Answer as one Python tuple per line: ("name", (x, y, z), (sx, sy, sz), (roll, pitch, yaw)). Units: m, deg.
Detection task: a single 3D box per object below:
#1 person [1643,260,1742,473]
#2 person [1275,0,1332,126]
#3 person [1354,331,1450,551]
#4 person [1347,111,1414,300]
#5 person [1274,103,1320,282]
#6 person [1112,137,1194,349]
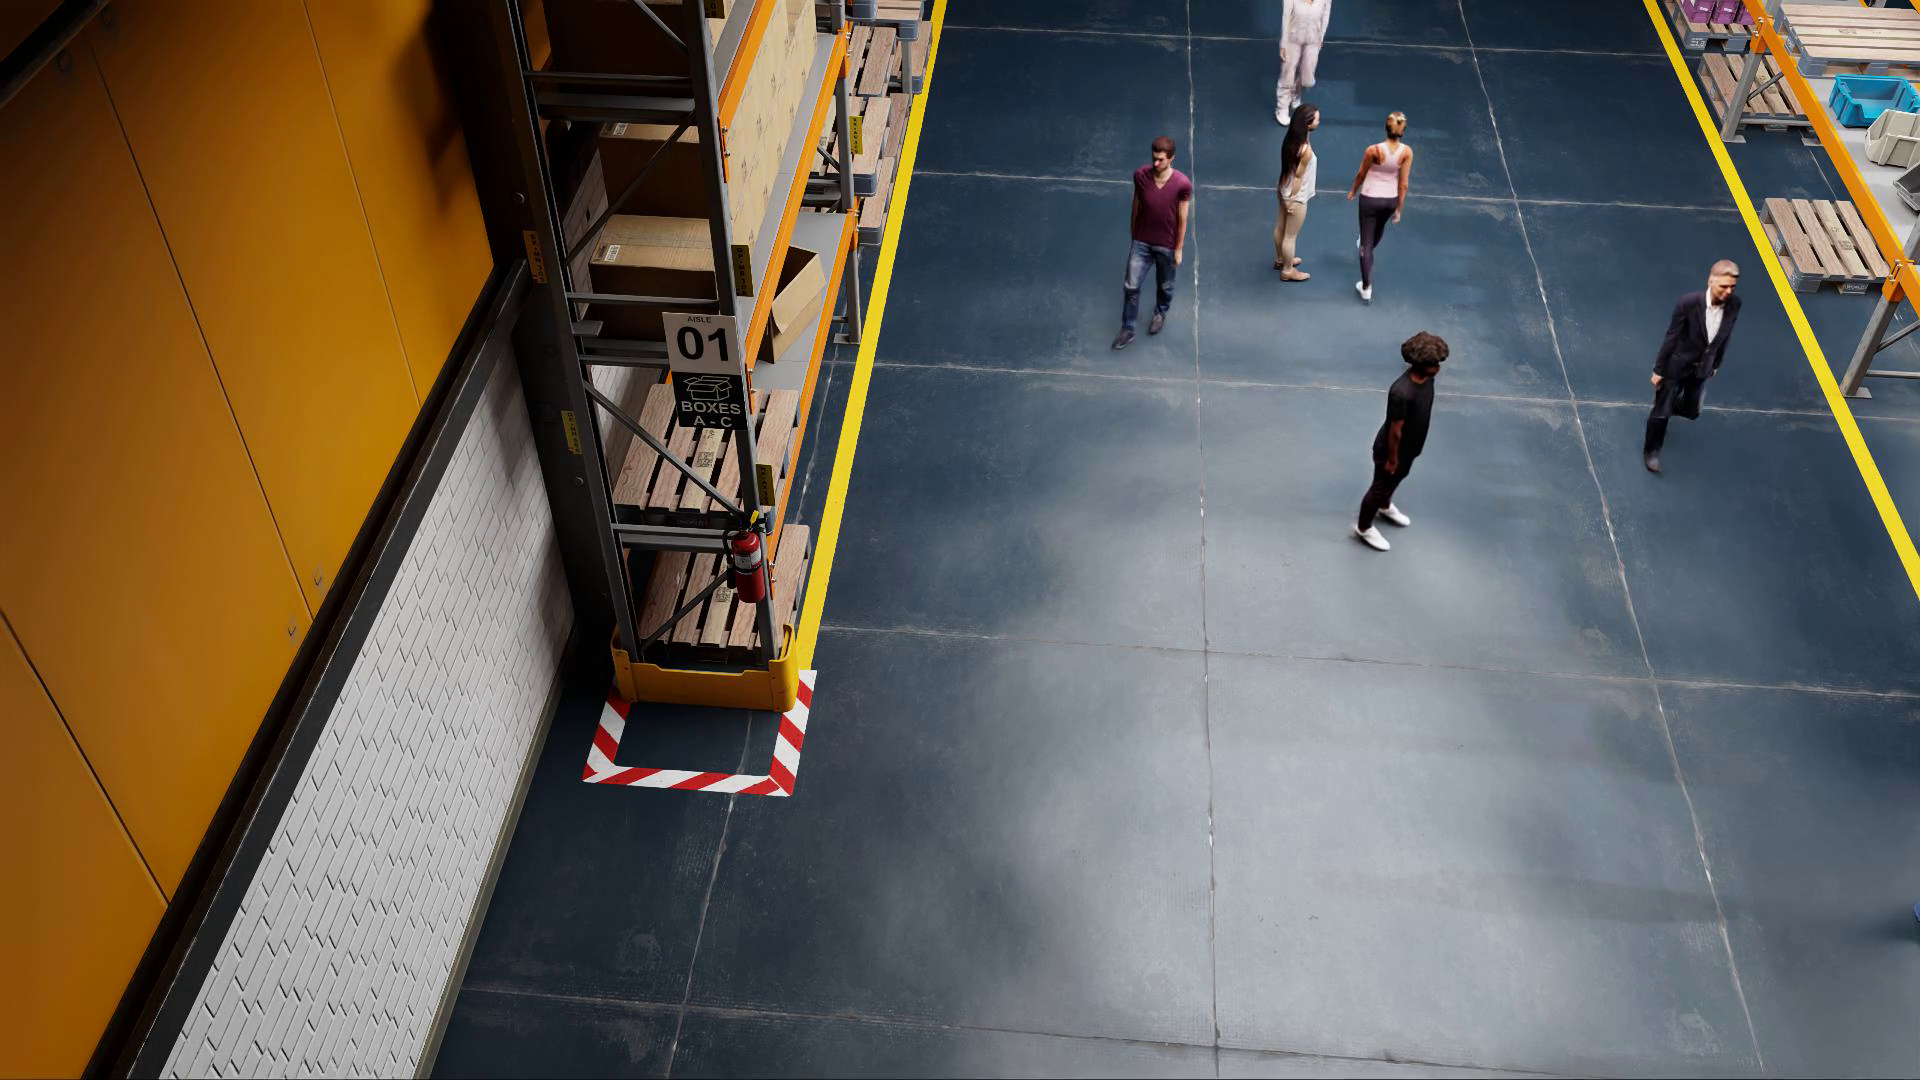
("person", (5.367, -1.362, 12.330), (0.703, 1.799, 0.840), (0, 44, 0))
("person", (3.267, -4.859, 16.092), (0.691, 1.673, 0.750), (-3, 44, -3))
("person", (3.097, -0.727, 11.678), (0.767, 1.779, 0.677), (28, 50, 27))
("person", (3.524, -2.779, 13.957), (0.678, 1.605, 1.088), (-3, 44, -3))
("person", (2.814, -2.941, 14.093), (0.677, 1.653, 0.617), (-27, 50, -25))
("person", (1.636, -2.479, 13.481), (0.819, 1.829, 0.999), (15, 46, 15))
